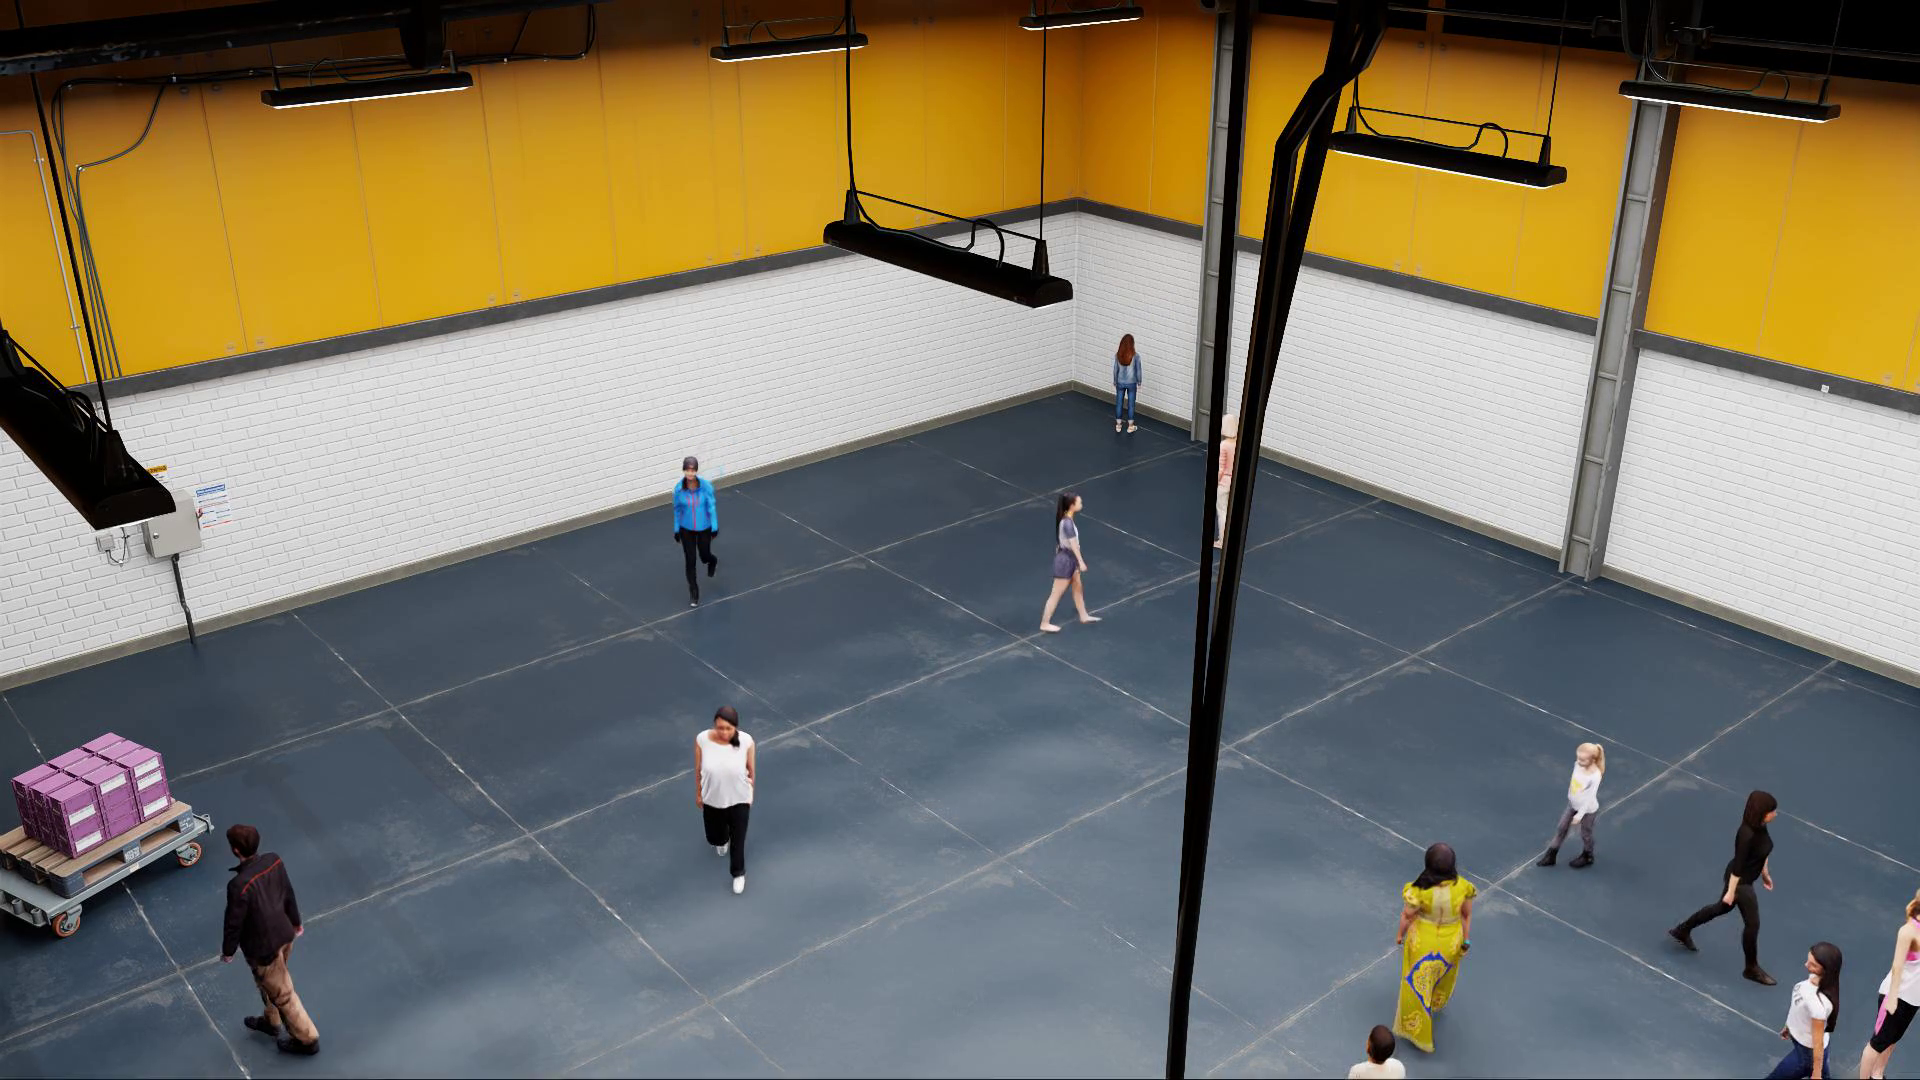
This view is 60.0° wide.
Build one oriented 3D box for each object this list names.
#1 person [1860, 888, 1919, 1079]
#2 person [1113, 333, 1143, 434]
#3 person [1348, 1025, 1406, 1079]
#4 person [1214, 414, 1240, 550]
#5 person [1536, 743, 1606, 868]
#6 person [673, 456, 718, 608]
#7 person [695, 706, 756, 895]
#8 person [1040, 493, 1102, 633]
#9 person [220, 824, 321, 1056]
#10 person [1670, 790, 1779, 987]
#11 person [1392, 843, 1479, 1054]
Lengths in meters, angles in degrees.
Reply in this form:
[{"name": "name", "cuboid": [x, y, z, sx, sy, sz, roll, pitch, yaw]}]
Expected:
[{"name": "person", "cuboid": [6.529, 3.133, 11.521, 0.637, 1.787, 0.566, -13, 27, -28]}, {"name": "person", "cuboid": [2.435, -2.301, 24.340, 0.597, 1.476, 0.705, 8, 25, 17]}, {"name": "person", "cuboid": [2.630, 3.757, 10.528, 0.857, 1.438, 1.006, -3, 24, -8]}, {"name": "person", "cuboid": [3.287, -0.725, 20.424, 0.607, 1.725, 0.530, -21, 31, -39]}, {"name": "person", "cuboid": [5.357, 2.272, 14.161, 0.717, 1.250, 0.799, -8, 25, -17]}, {"name": "person", "cuboid": [-3.002, -0.152, 19.050, 1.027, 1.776, 1.095, 3, 24, 6]}, {"name": "person", "cuboid": [-1.962, 2.121, 13.985, 0.935, 1.667, 1.009, 0, 24, 0]}, {"name": "person", "cuboid": [1.063, 0.268, 18.282, 1.002, 1.621, 0.957, 2, 24, 4]}, {"name": "person", "cuboid": [-4.872, 2.906, 11.899, 1.080, 1.900, 0.993, 4, 24, 10]}, {"name": "person", "cuboid": [5.983, 2.620, 12.912, 1.117, 1.613, 0.769, 15, 28, 30]}, {"name": "person", "cuboid": [3.457, 2.984, 12.052, 1.115, 1.635, 1.253, -2, 24, -4]}]
